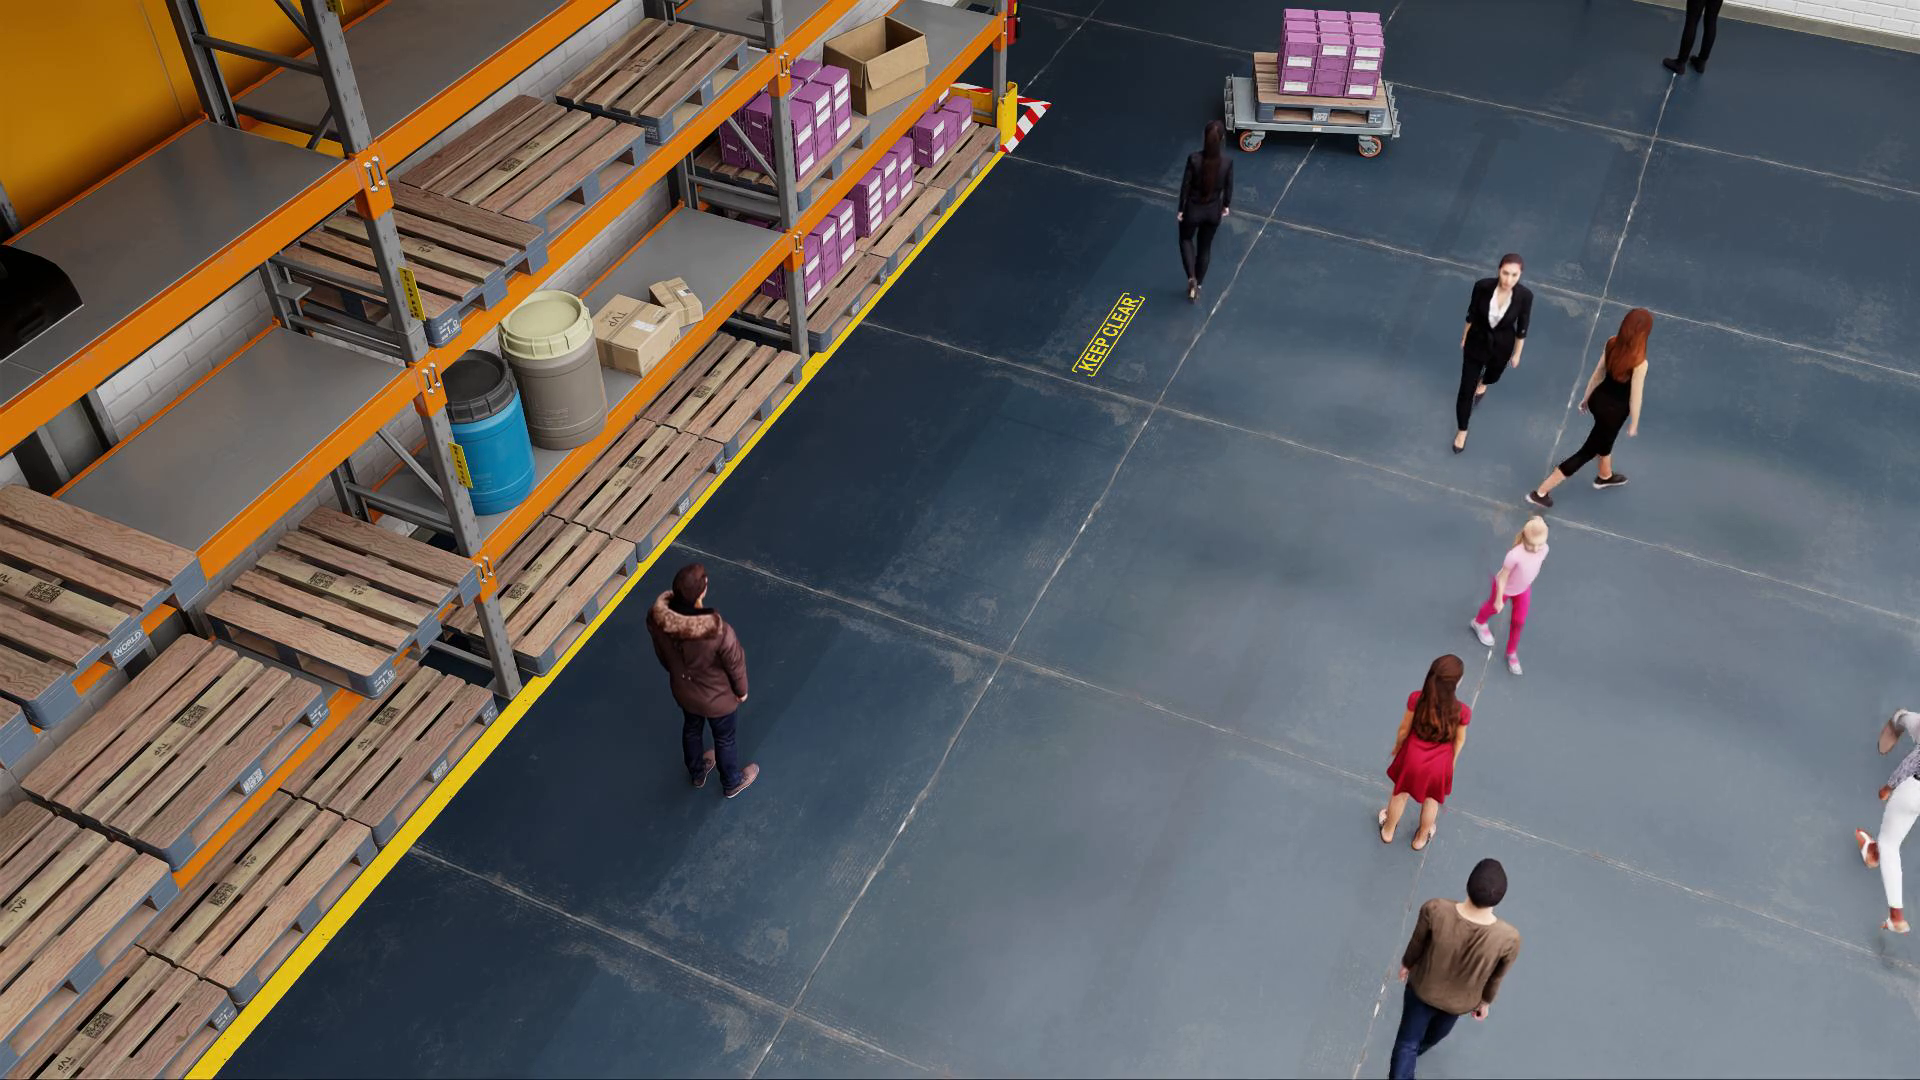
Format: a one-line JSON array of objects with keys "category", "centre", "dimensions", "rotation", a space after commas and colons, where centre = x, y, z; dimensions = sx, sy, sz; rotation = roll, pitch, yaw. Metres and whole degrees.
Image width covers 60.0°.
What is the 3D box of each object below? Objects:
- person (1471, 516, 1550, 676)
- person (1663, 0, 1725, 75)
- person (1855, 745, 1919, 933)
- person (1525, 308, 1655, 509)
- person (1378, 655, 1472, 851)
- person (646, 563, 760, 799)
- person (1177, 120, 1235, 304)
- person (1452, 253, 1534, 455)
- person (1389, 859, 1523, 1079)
[{"category": "person", "centre": [3.645, 0.258, 11.027], "dimensions": [0.763, 1.252, 0.860], "rotation": [-14, 45, -14]}, {"category": "person", "centre": [7.570, -5.605, 16.739], "dimensions": [0.737, 1.863, 0.742], "rotation": [-6, 44, -6]}, {"category": "person", "centre": [5.462, 1.511, 9.388], "dimensions": [0.885, 1.699, 1.173], "rotation": [2, 44, 2]}, {"category": "person", "centre": [4.558, -0.894, 11.922], "dimensions": [1.108, 1.685, 1.121], "rotation": [-10, 45, -10]}, {"category": "person", "centre": [2.735, 1.257, 9.762], "dimensions": [0.557, 1.551, 0.616], "rotation": [14, 45, 14]}, {"category": "person", "centre": [-1.541, 0.852, 9.975], "dimensions": [0.739, 1.845, 0.632], "rotation": [17, 46, 17]}, {"category": "person", "centre": [2.015, -2.662, 13.768], "dimensions": [0.726, 1.700, 0.779], "rotation": [-1, 44, -1]}, {"category": "person", "centre": [4.021, -1.495, 12.594], "dimensions": [0.667, 1.629, 1.074], "rotation": [13, 45, 14]}, {"category": "person", "centre": [2.453, 2.315, 8.429], "dimensions": [0.700, 1.859, 1.137], "rotation": [13, 45, 13]}]
